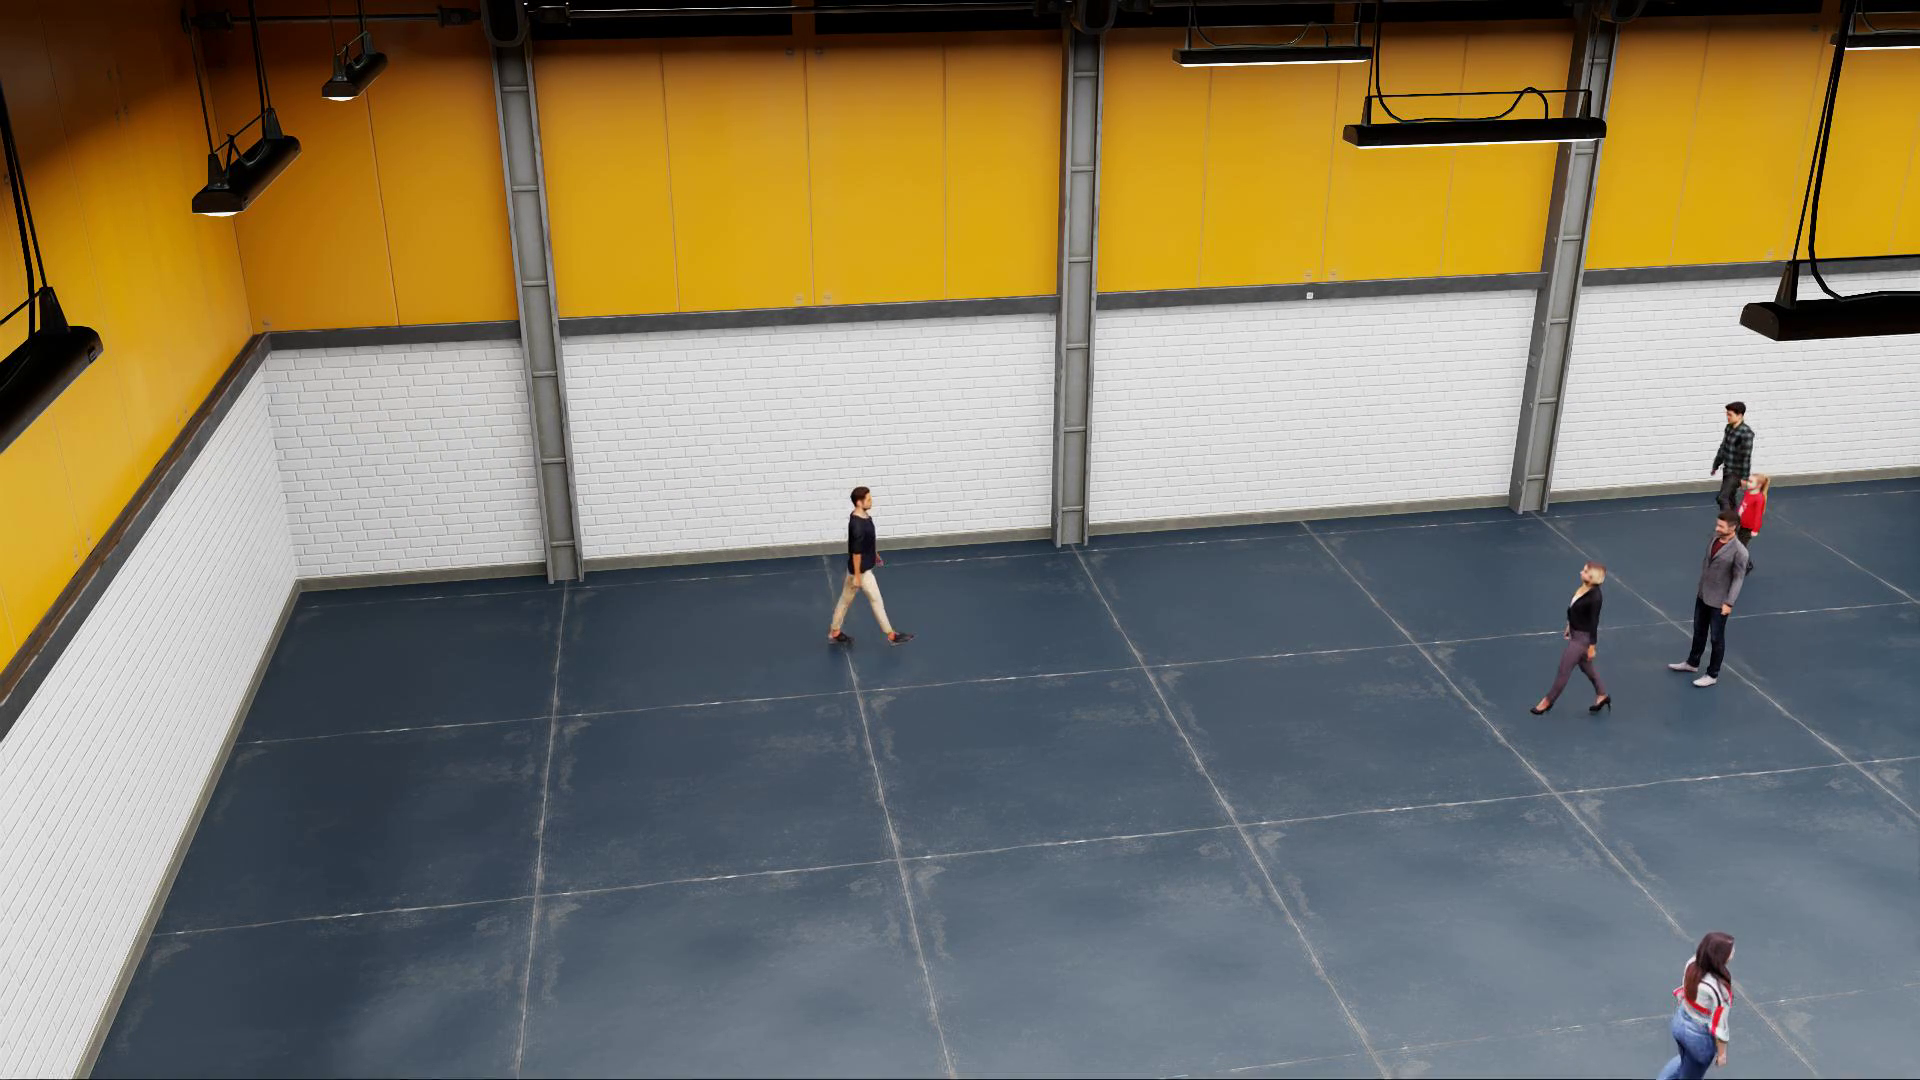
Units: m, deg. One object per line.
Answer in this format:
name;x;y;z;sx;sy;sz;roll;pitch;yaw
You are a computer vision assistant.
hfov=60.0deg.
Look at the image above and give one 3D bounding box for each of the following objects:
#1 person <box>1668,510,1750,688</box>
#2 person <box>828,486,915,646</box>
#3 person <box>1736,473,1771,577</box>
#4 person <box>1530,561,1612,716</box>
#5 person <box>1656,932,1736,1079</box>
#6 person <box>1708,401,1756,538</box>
person;7.580;0.556;16.695;0.613;1.873;0.693;-6;24;-13
person;-1.124;0.311;17.340;1.153;1.806;0.724;-2;24;-5
person;9.095;-0.162;19.086;0.518;1.274;0.511;-2;24;-5
person;6.079;0.986;16.019;1.071;1.626;0.813;4;24;8
person;4.735;3.243;10.889;0.631;1.600;0.606;-5;24;-11
person;9.232;-0.839;19.673;0.707;1.696;0.751;-2;24;-4
